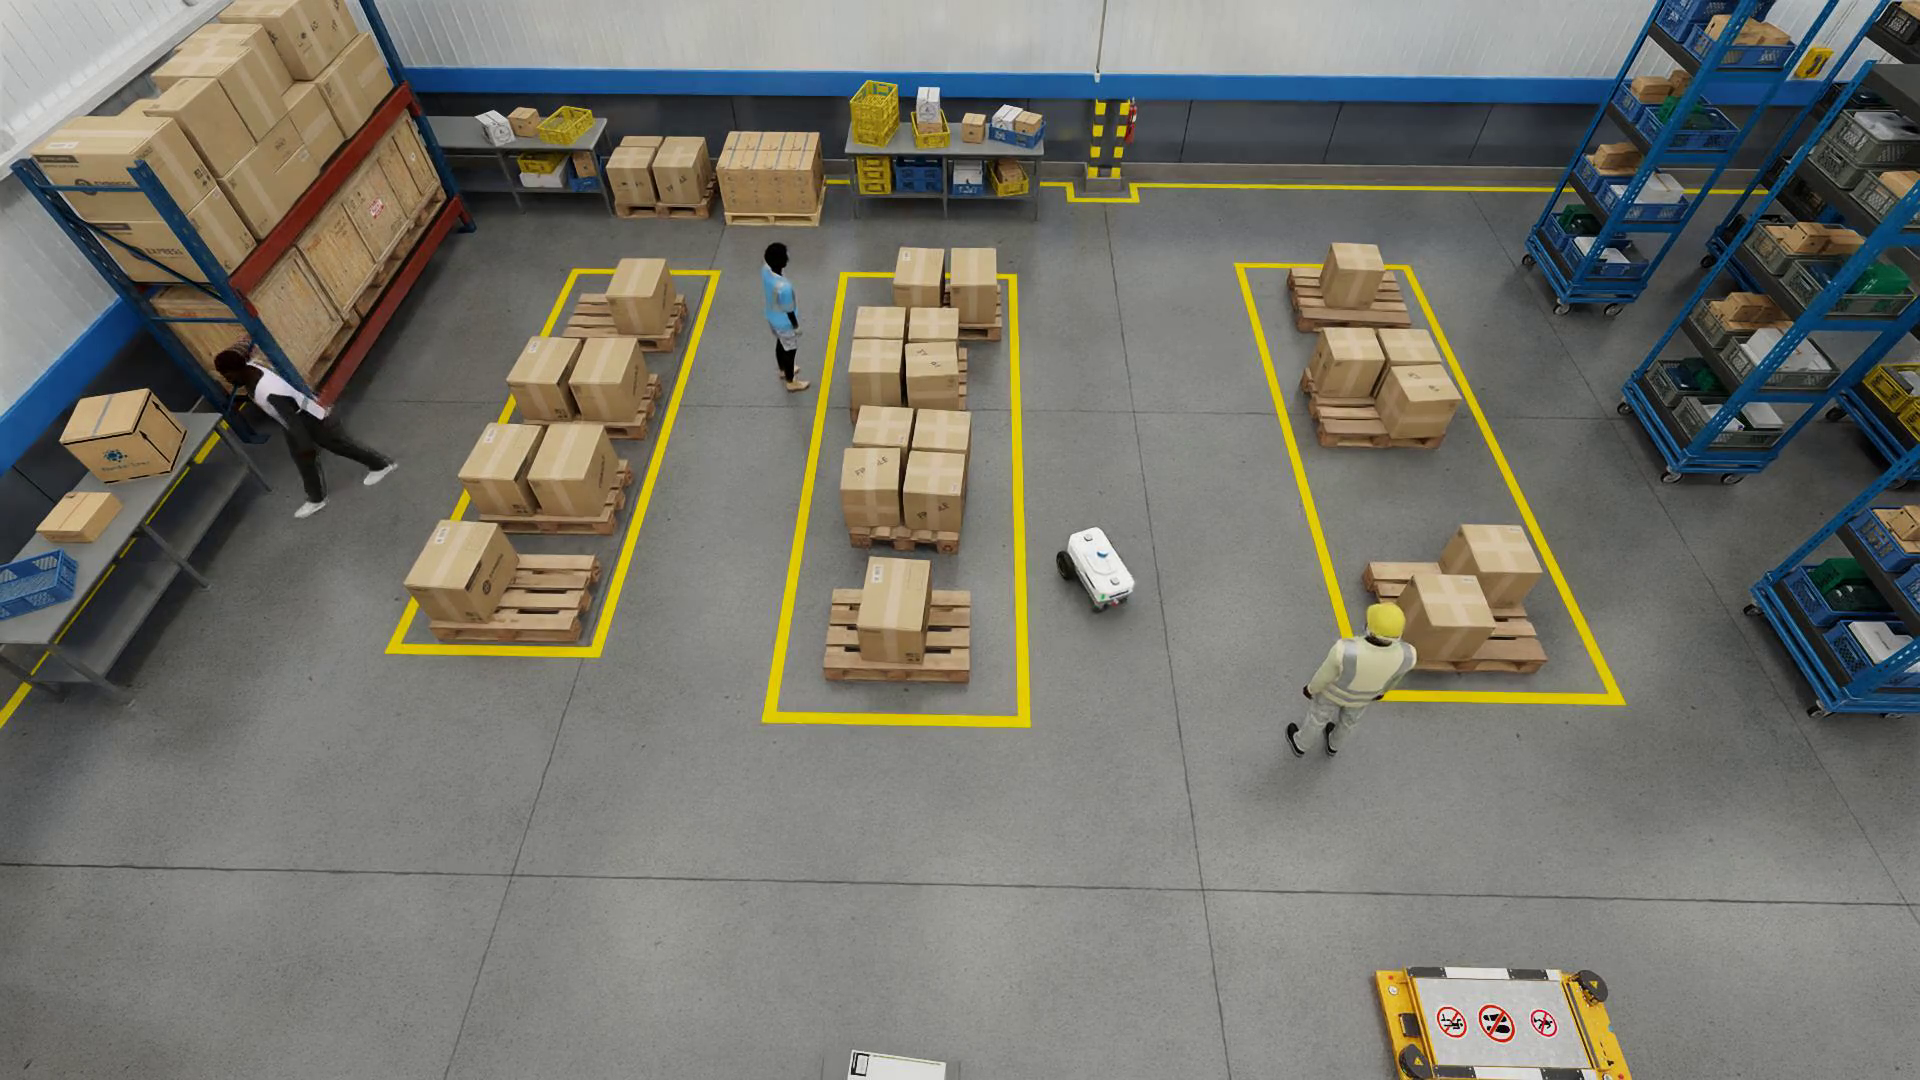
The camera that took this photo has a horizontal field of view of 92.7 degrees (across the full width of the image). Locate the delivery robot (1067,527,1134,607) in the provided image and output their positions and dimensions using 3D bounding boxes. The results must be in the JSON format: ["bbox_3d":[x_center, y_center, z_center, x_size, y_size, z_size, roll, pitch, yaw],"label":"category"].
[{"bbox_3d":[1.230,0.233,8.038,0.477,0.478,0.707,-17,53,-13],"label":"delivery robot"}]

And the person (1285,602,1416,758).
[{"bbox_3d":[2.806,1.039,6.624,0.603,1.828,0.403,1,51,1],"label":"person"}]

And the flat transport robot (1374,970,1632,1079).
[{"bbox_3d":[3.501,3.133,5.914,1.431,0.197,0.652,1,51,1],"label":"flat transport robot"}]

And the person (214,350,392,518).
[{"bbox_3d":[-5.998,-1.022,8.283,0.625,1.863,1.003,27,56,21],"label":"person"}]

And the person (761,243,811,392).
[{"bbox_3d":[-1.812,-2.274,9.414,0.319,1.689,0.537,-25,55,-19],"label":"person"}]
